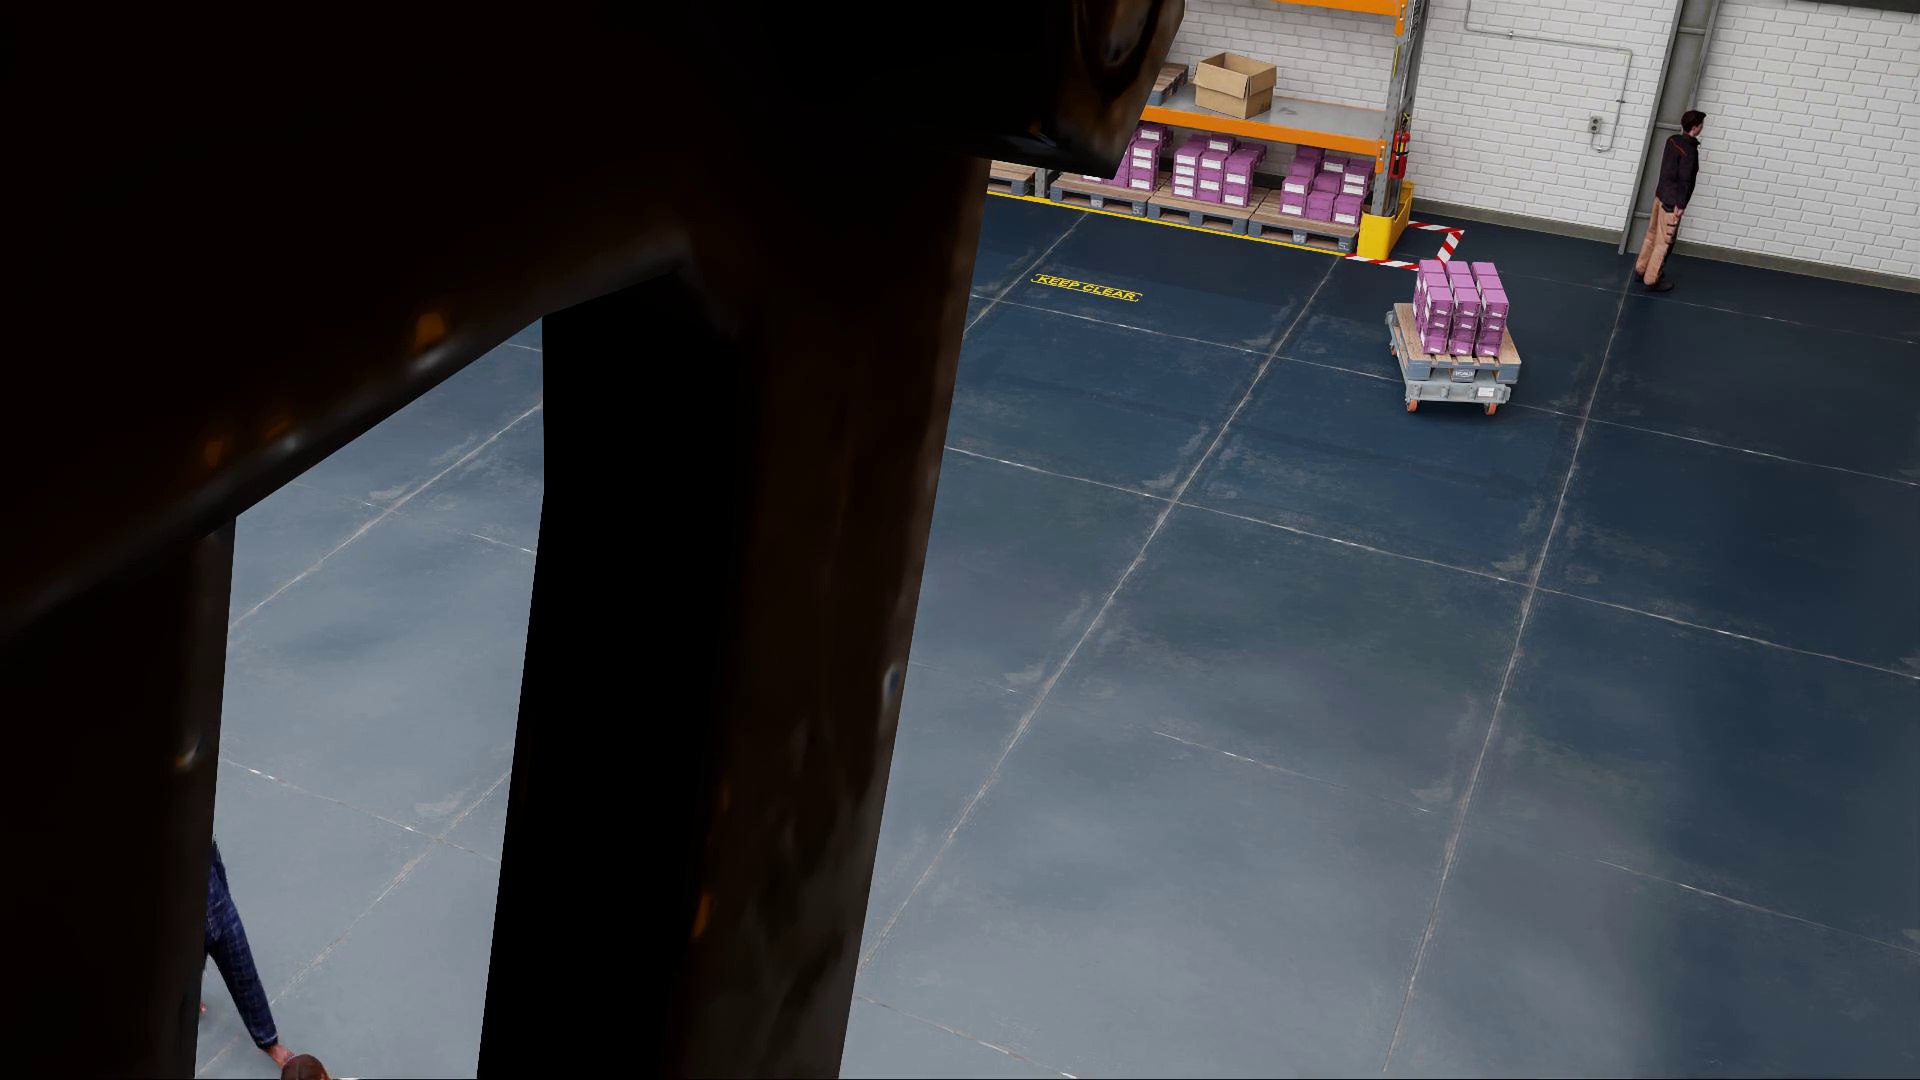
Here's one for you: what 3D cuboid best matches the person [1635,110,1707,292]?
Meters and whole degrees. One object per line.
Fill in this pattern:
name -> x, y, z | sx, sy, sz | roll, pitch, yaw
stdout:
person -> 7.426, -3.560, 17.385 | 0.781, 1.924, 0.778 | -3, 34, -5
